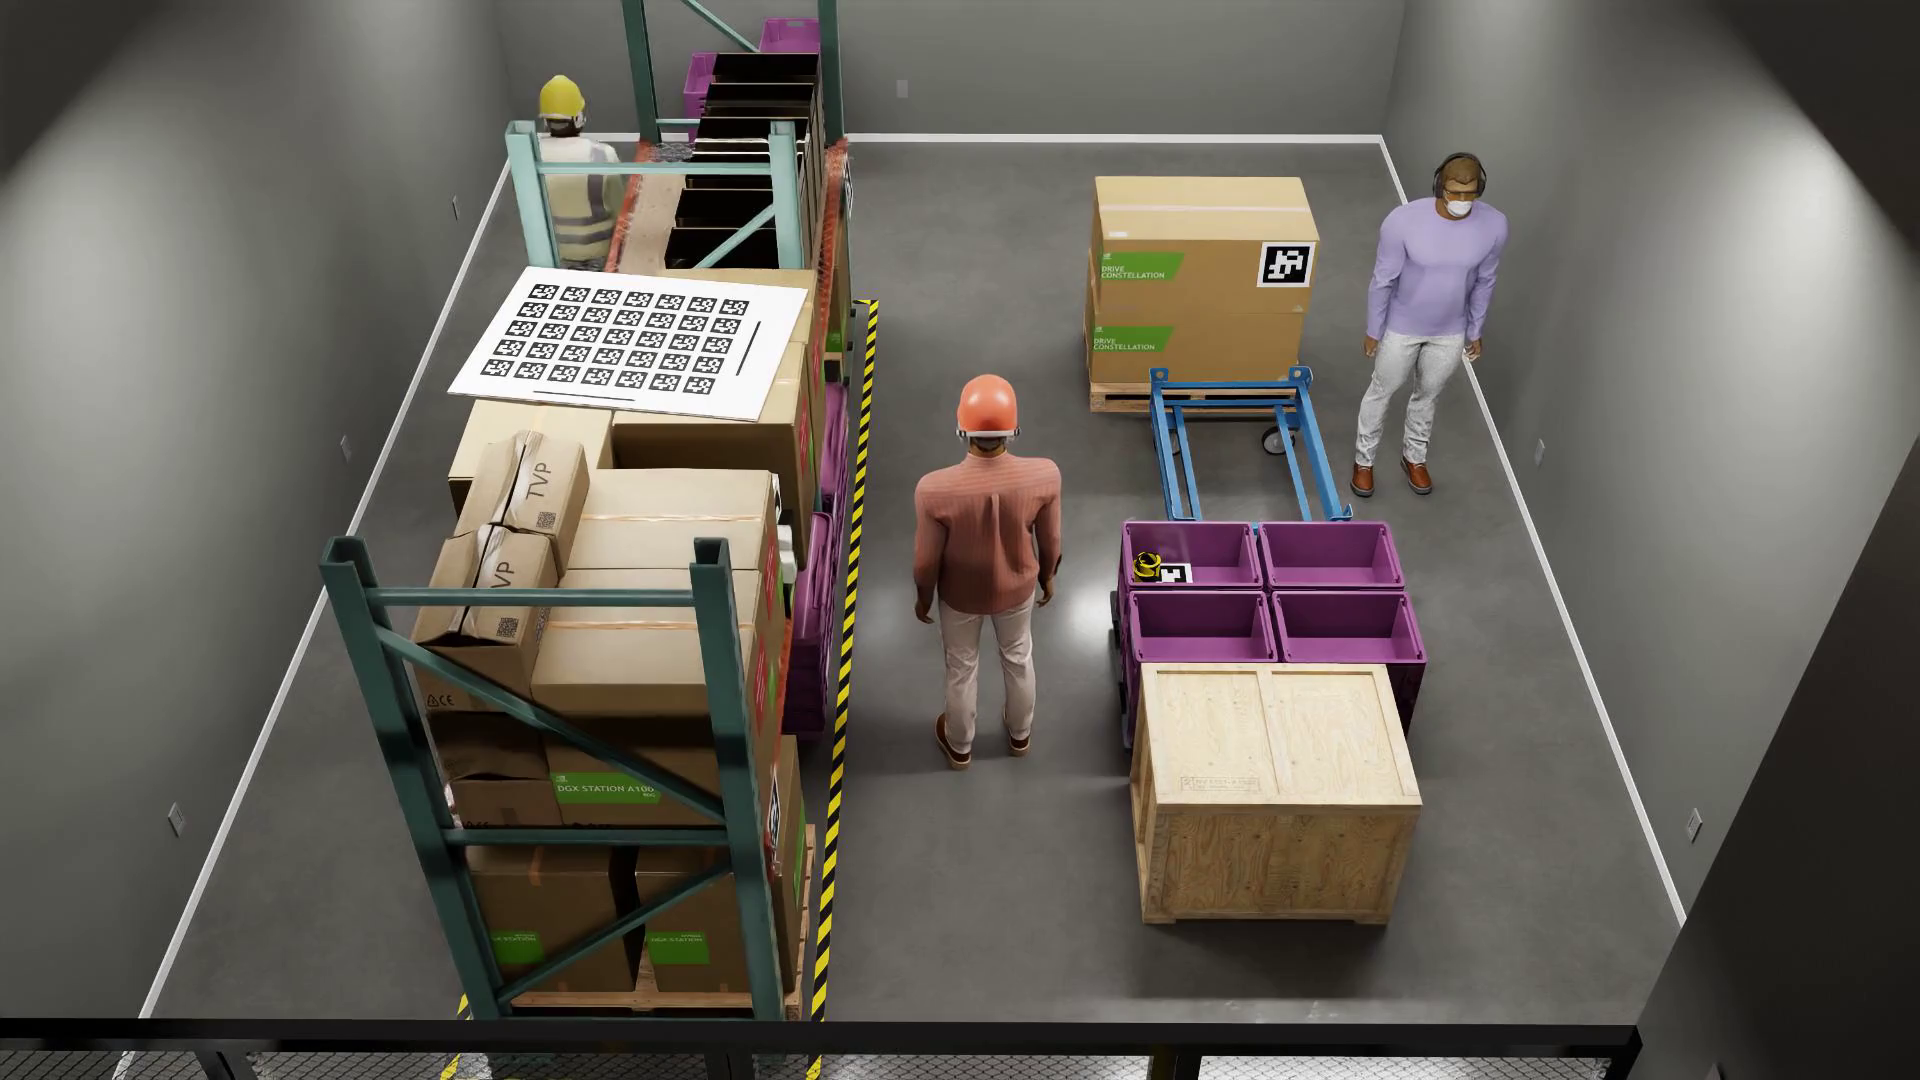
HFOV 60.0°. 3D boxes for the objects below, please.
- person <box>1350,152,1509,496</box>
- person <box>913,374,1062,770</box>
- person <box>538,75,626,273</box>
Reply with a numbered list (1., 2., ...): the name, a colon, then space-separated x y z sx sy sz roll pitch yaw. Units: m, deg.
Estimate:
1. person: 2.329 -1.061 8.323 0.627 1.941 0.371 -1 41 -1
2. person: 0.106 0.165 6.883 0.624 1.993 0.385 -10 42 -11
3. person: -2.075 -1.660 9.098 0.597 1.819 0.428 0 41 0
